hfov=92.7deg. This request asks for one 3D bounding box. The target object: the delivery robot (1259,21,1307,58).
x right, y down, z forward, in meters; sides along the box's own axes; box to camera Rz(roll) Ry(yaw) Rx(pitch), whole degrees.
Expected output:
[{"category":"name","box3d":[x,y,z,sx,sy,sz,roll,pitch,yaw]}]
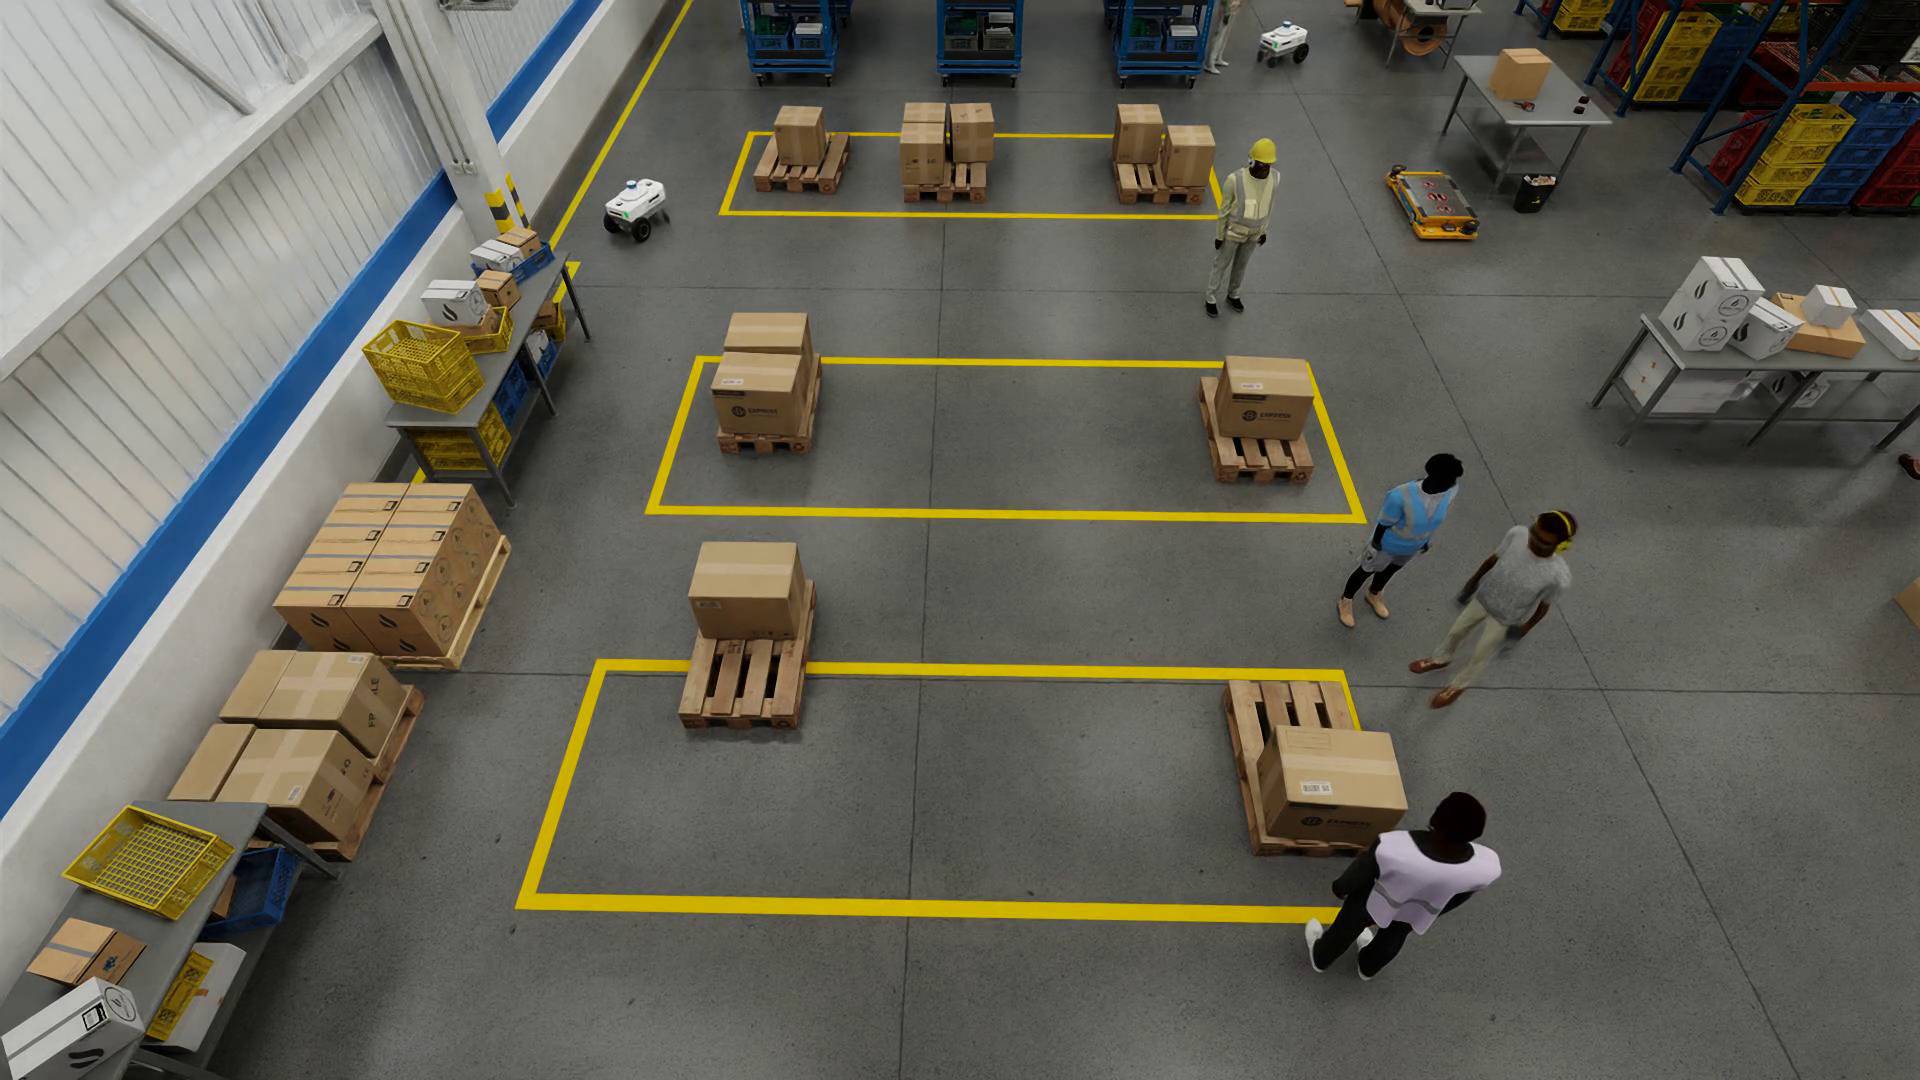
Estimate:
[{"category":"delivery robot","box3d":[4.858,-7.520,13.778,0.707,0.478,0.477,-27,54,-22]}]

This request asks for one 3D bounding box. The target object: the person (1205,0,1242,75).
[{"category":"person","box3d":[3.898,-7.650,13.249,0.320,1.628,0.529,24,53,19]}]

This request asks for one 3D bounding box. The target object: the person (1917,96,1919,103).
[{"category":"person","box3d":[13.205,-6.467,12.077,0.631,1.847,0.714,21,52,18]}]

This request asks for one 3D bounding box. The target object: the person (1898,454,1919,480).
[{"category":"person","box3d":[8.680,-1.230,7.505,0.636,1.911,0.405,17,51,14]}]

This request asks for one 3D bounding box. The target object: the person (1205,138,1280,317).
[{"category":"person","box3d":[2.830,-3.098,9.168,0.588,1.837,0.404,-13,50,-11]}]

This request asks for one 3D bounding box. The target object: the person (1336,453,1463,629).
[{"category":"person","box3d":[3.157,0.006,6.574,0.533,1.695,0.319,-11,50,-10]}]

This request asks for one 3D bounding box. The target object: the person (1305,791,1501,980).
[{"category":"person","box3d":[2.289,1.880,4.814,0.592,1.910,0.384,7,50,6]}]

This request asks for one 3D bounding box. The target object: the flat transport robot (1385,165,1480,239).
[{"category":"flat transport robot","box3d":[5.692,-4.094,11.059,0.652,0.197,1.431,1,49,1]}]

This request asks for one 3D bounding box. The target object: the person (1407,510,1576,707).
[{"category":"person","box3d":[3.540,0.458,6.072,0.309,1.866,0.530,-17,51,-14]}]

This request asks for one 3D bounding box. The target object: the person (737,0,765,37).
[{"category":"person","box3d":[-3.289,-8.708,13.923,0.623,1.989,0.400,10,50,9]}]

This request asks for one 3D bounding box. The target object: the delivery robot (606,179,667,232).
[{"category":"delivery robot","box3d":[-3.770,-3.940,10.679,0.477,0.478,0.707,21,52,17]}]
